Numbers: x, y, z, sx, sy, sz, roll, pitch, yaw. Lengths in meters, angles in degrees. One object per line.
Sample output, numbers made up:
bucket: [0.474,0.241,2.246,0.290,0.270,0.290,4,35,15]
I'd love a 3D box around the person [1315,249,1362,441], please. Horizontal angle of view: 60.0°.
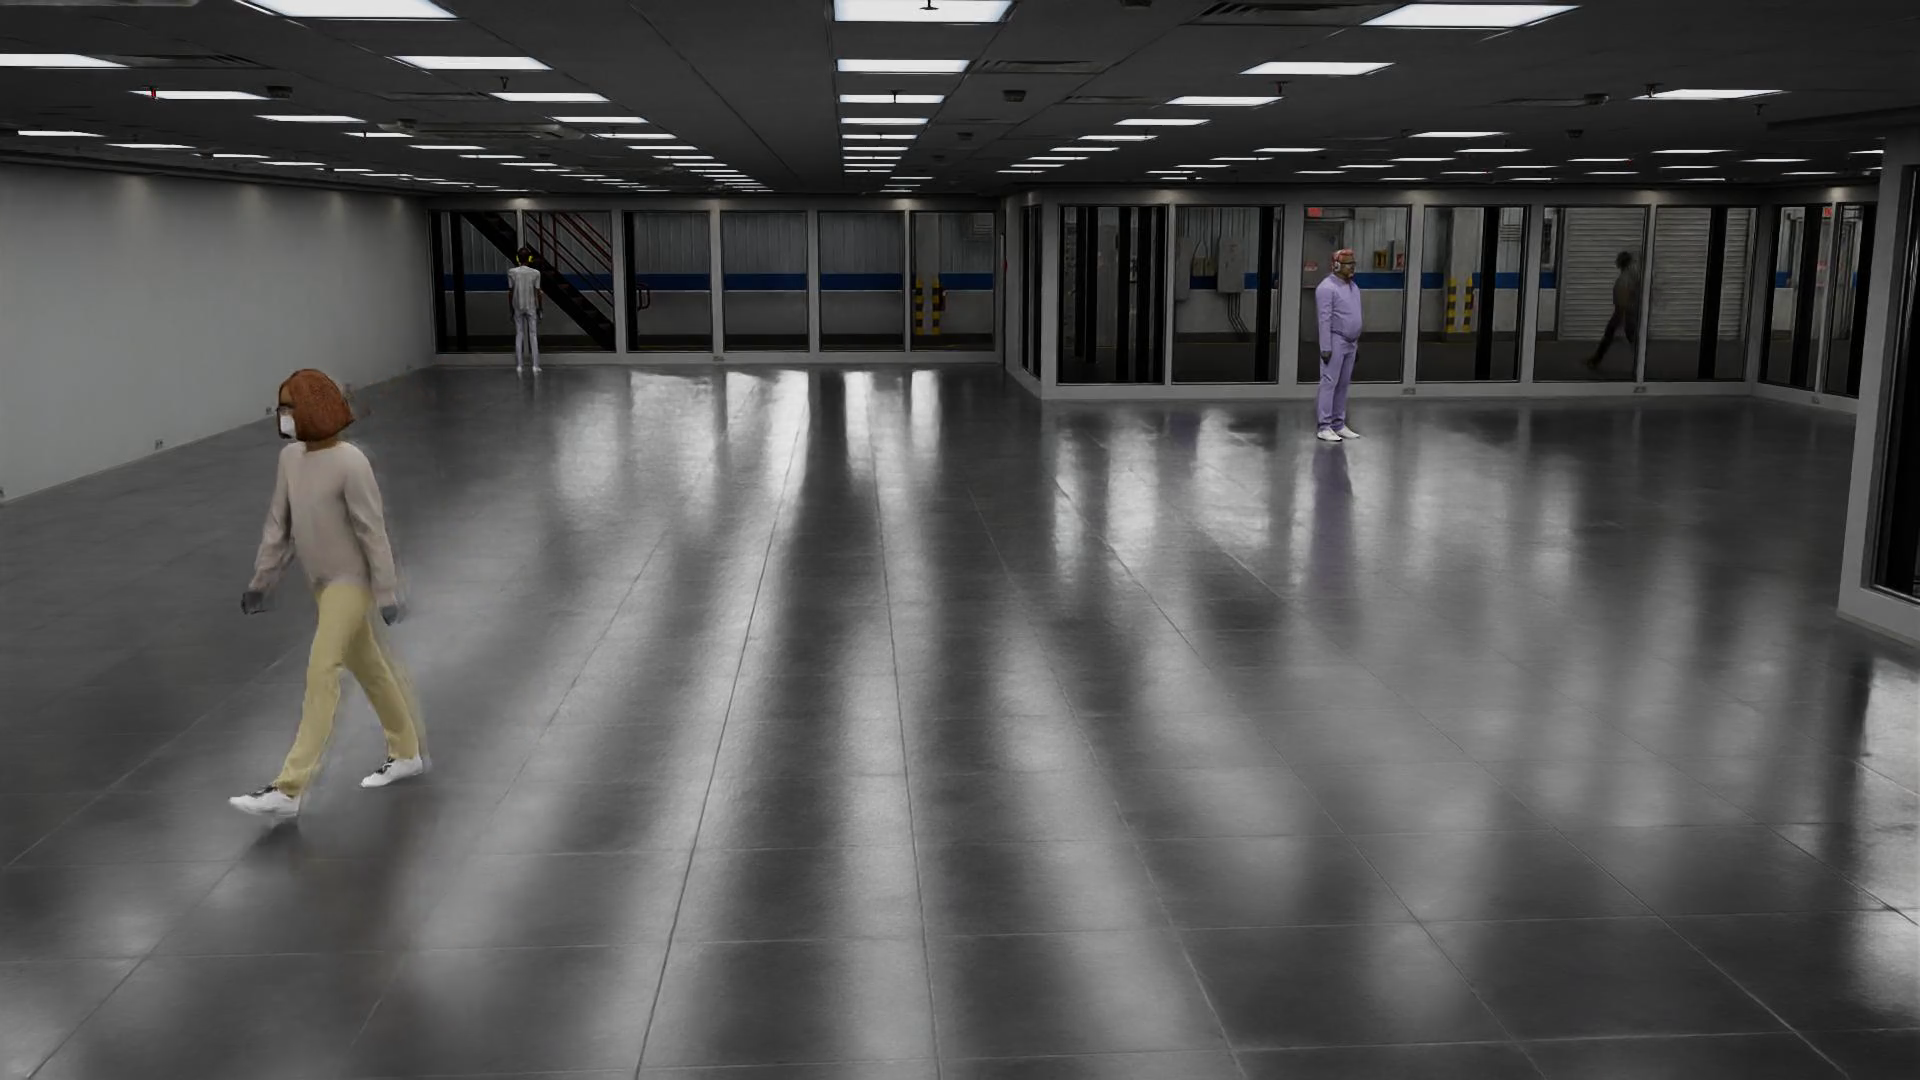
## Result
person: [3.831,-1.955,16.730,0.407,1.908,0.641,9,14,41]

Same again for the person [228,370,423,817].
person: [-2.322,0.187,6.020,0.512,1.594,0.831,10,14,42]

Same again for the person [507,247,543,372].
person: [-6.486,-3.425,24.808,0.504,1.861,0.329,-1,11,-8]
